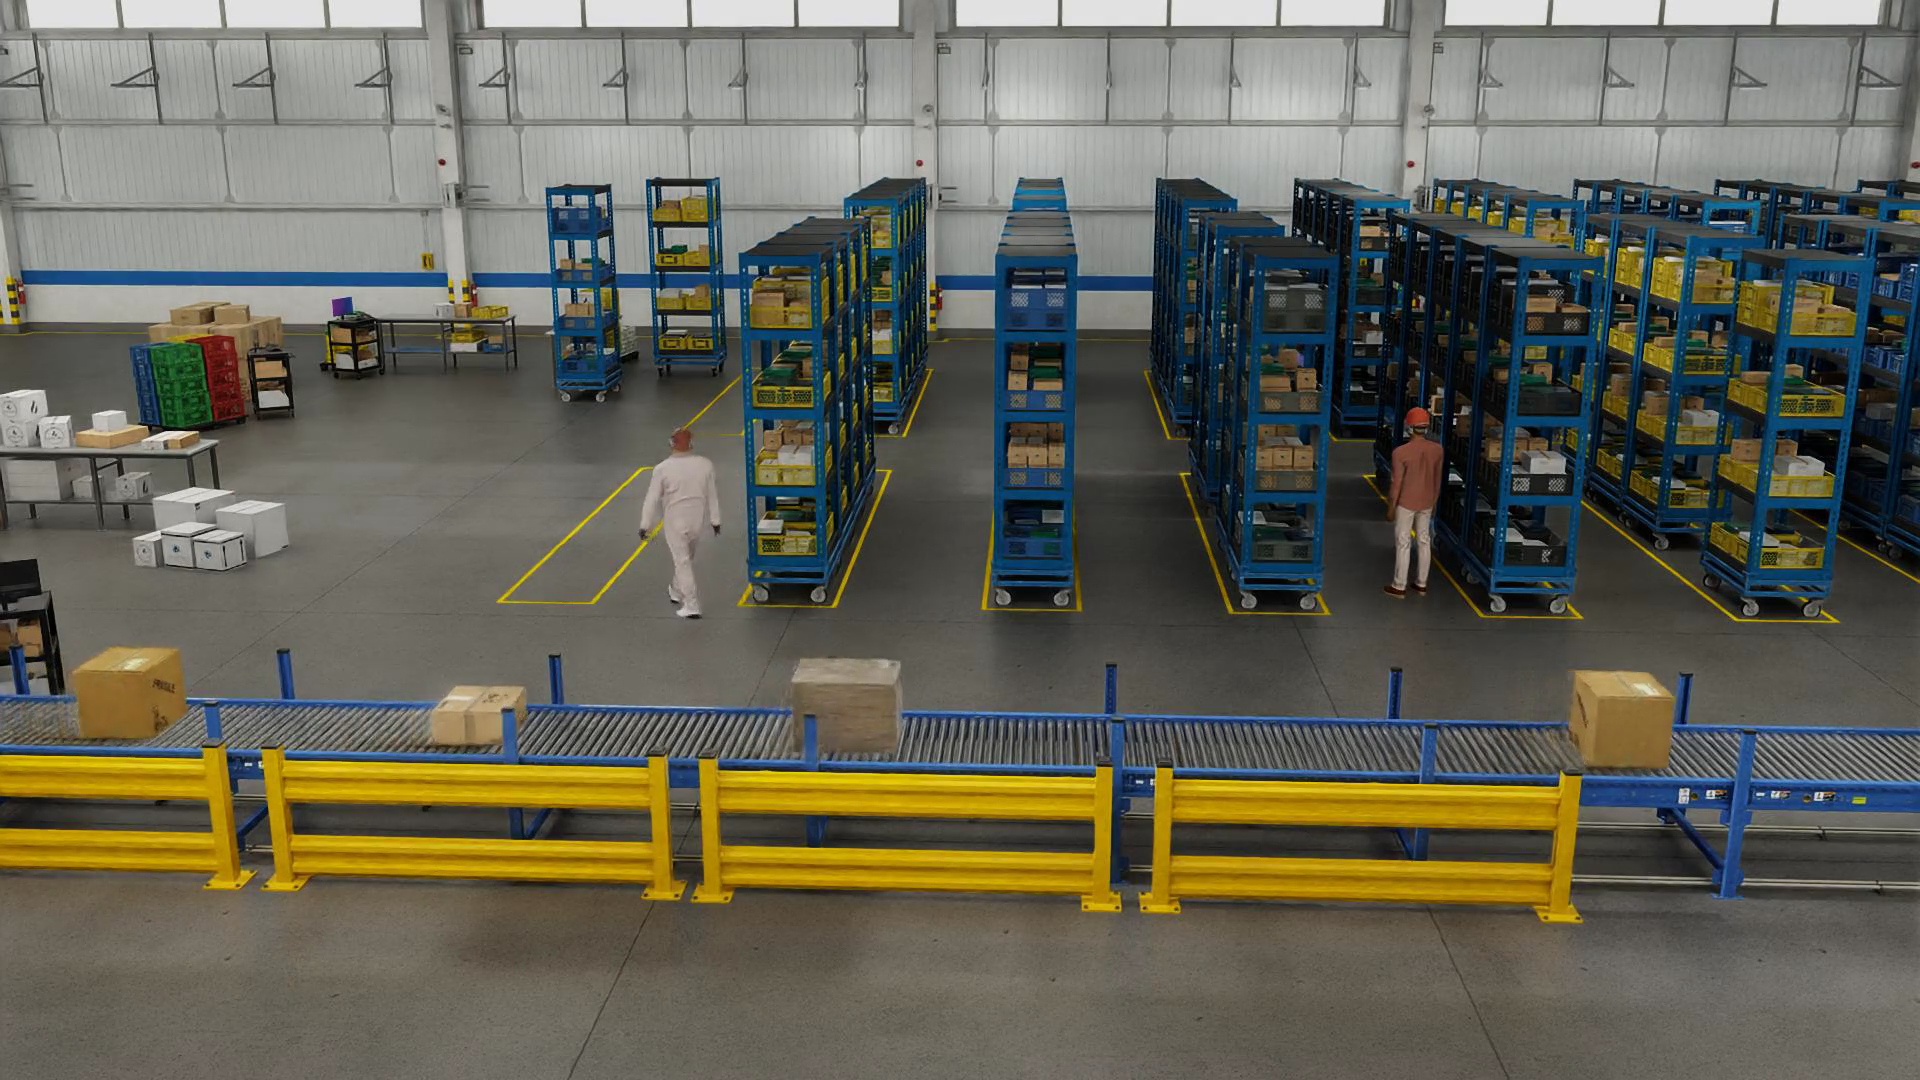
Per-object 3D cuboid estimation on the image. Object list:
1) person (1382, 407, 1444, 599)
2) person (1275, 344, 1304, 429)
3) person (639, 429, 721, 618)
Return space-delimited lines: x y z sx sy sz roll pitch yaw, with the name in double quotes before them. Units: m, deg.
"person" 4.675 -0.382 17.177 0.614 1.994 0.381 -6 16 -20
"person" 4.611 -2.060 23.737 0.676 1.821 0.415 8 17 26
"person" -2.849 -0.190 16.716 0.780 1.847 0.957 -10 18 -33
